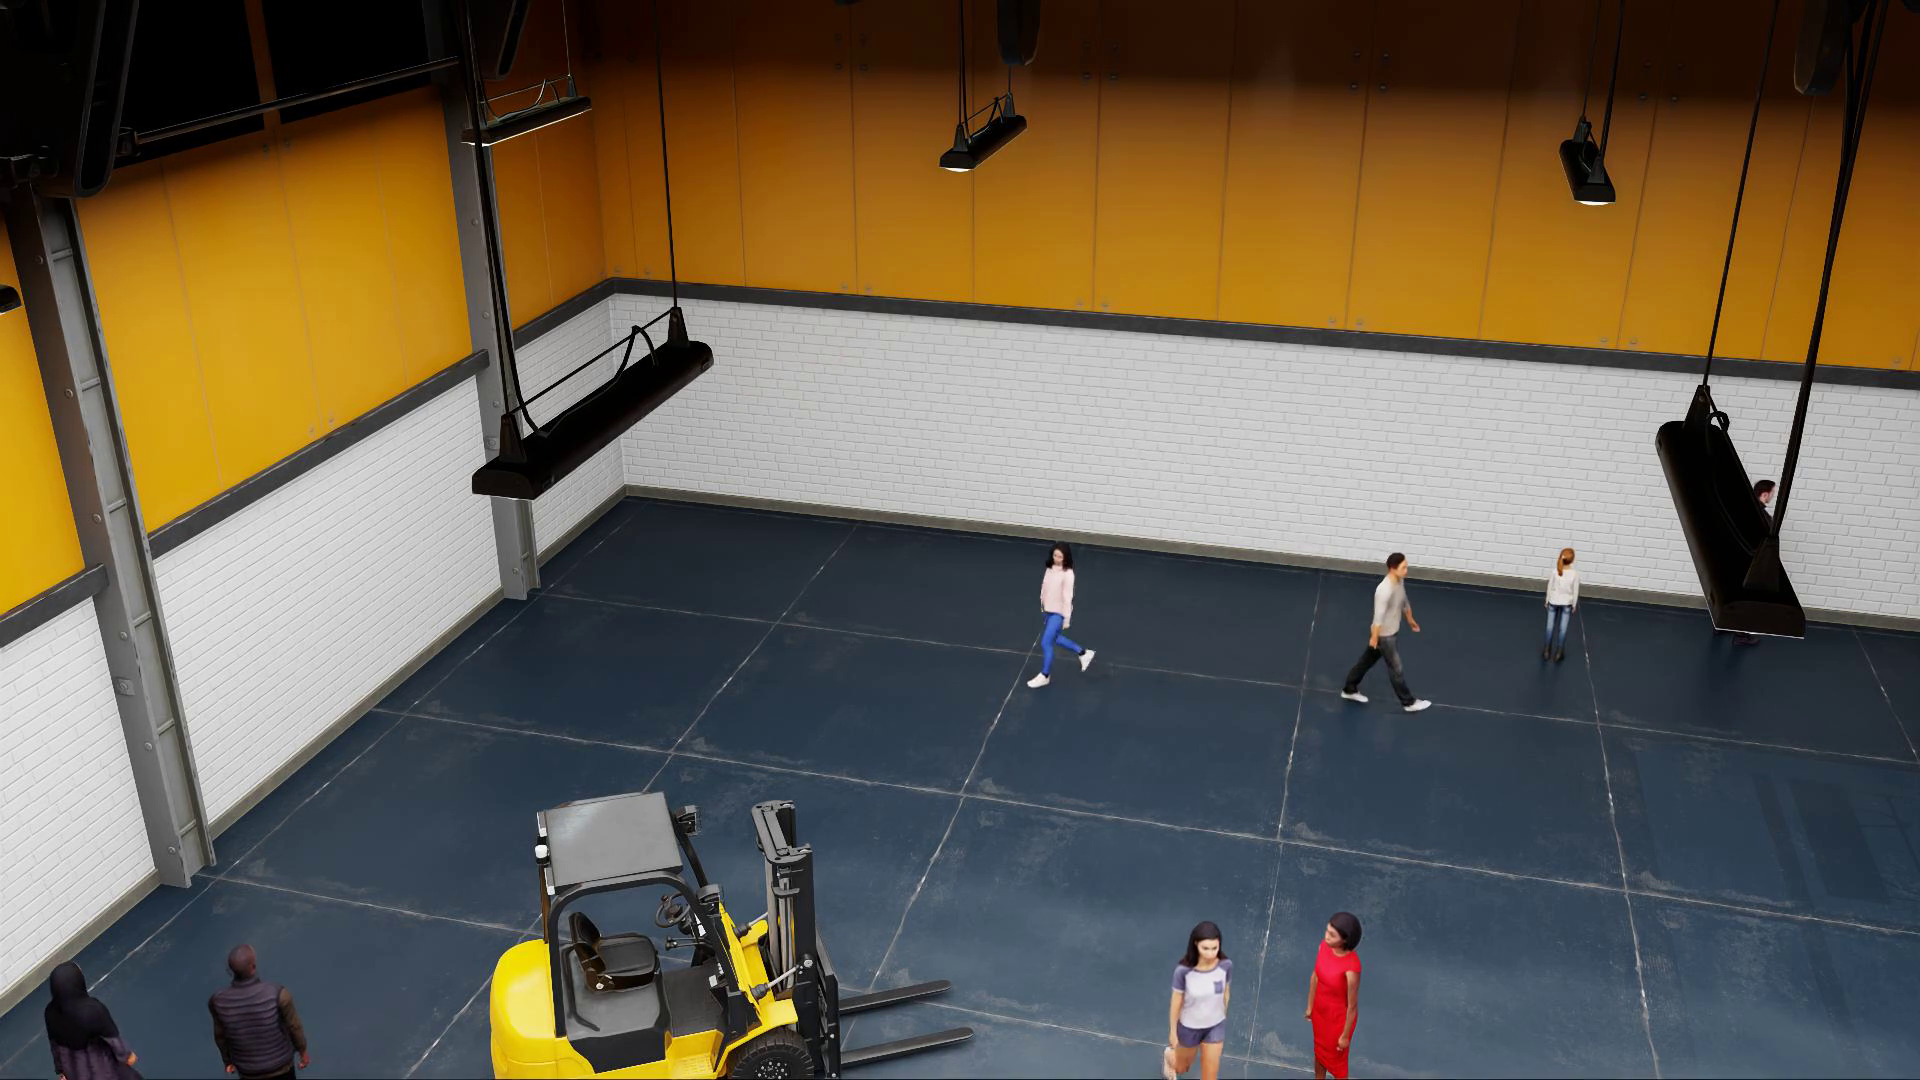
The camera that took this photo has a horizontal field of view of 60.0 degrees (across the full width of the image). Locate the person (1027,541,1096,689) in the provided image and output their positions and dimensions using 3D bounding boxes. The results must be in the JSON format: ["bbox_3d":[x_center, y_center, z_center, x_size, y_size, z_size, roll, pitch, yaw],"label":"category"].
[{"bbox_3d":[1.101,0.770,17.513,1.033,1.731,1.058,-7,24,-15],"label":"person"}]

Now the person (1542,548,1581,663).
[{"bbox_3d":[6.566,0.698,18.198,0.509,1.315,0.513,11,26,24],"label":"person"}]

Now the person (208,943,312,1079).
[{"bbox_3d":[-4.674,3.492,11.156,0.774,1.836,0.721,-3,24,-8],"label":"person"}]

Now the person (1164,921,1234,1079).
[{"bbox_3d":[1.651,3.352,11.631,0.875,1.712,1.080,-5,24,-11],"label":"person"}]

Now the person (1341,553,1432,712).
[{"bbox_3d":[4.267,0.934,17.099,0.828,1.763,1.129,9,25,20],"label":"person"}]

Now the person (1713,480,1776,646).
[{"bbox_3d":[8.769,0.228,18.531,0.846,1.910,0.725,-7,24,-15],"label":"person"}]

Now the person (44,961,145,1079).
[{"bbox_3d":[-5.919,3.583,11.233,0.583,1.609,1.091,6,24,14],"label":"person"}]

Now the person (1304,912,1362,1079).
[{"bbox_3d":[2.614,3.342,11.616,0.708,1.743,0.633,-11,26,-23],"label":"person"}]
